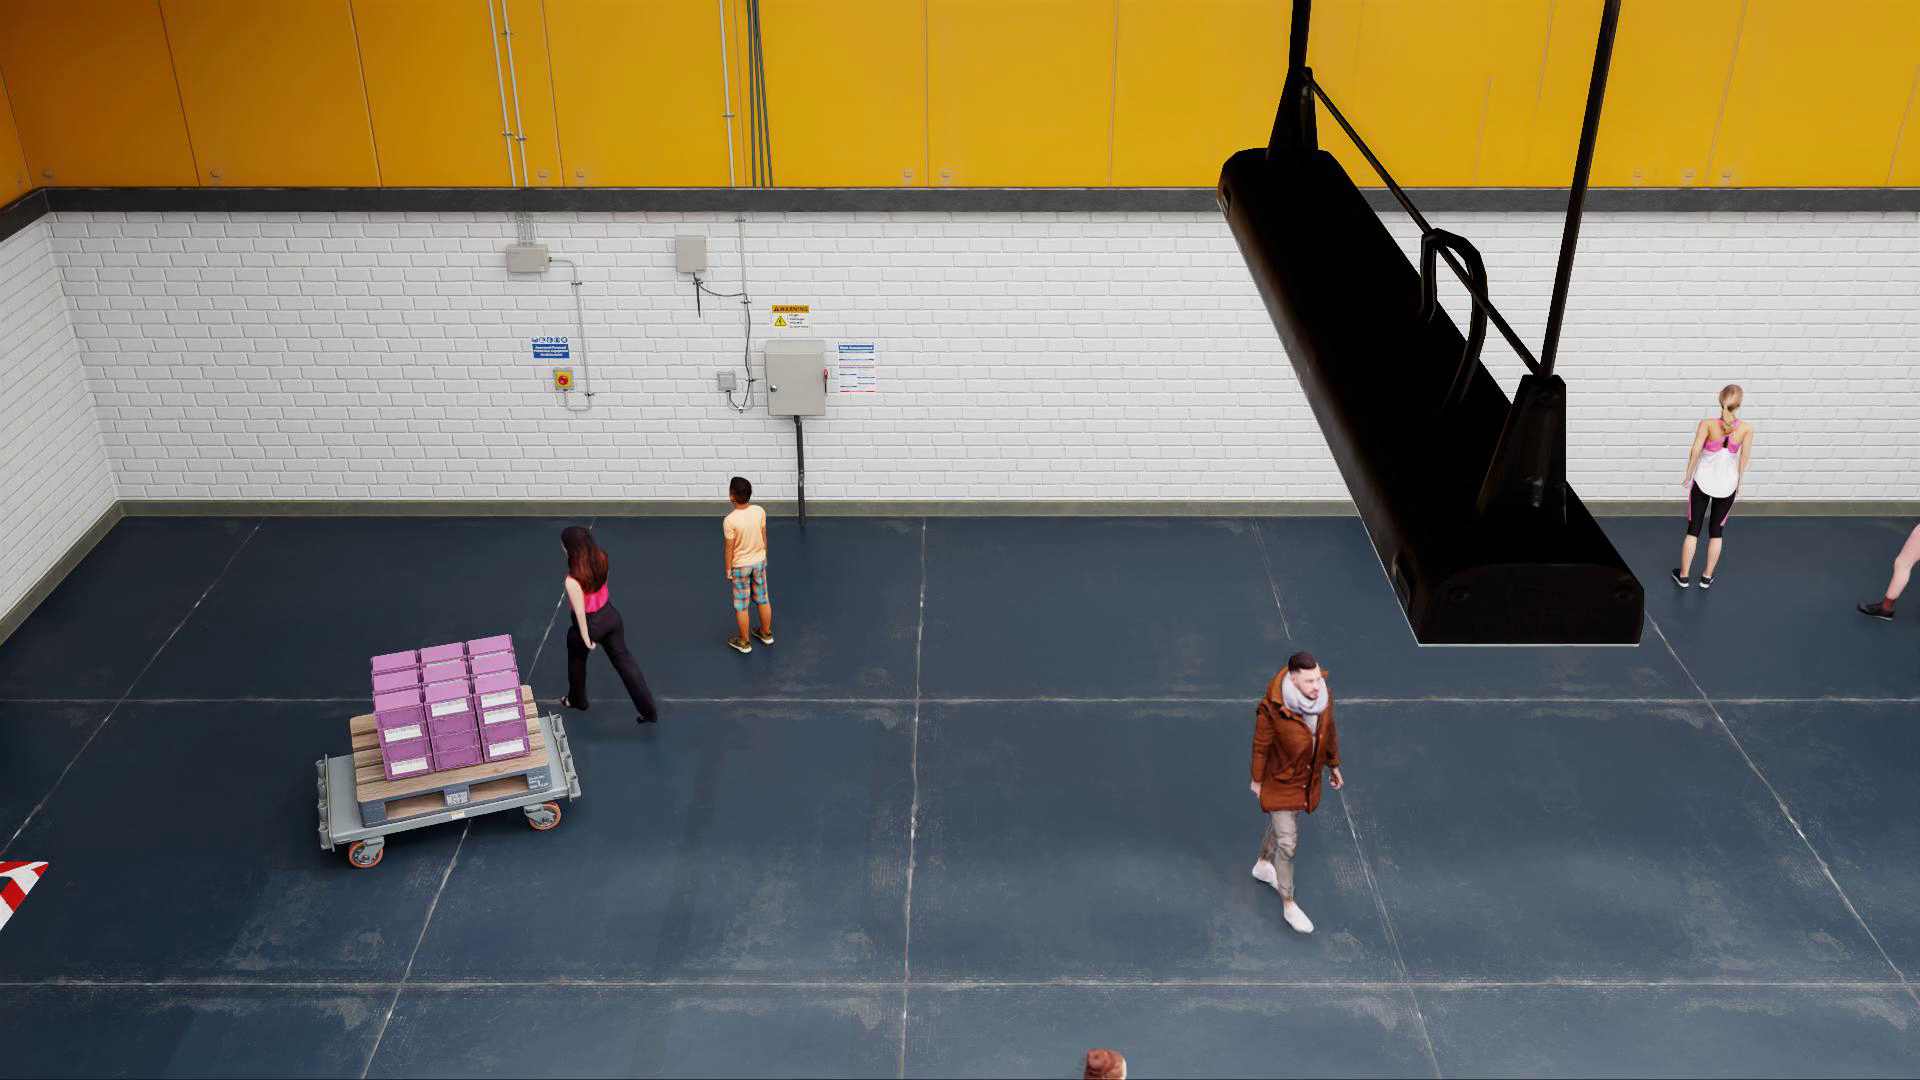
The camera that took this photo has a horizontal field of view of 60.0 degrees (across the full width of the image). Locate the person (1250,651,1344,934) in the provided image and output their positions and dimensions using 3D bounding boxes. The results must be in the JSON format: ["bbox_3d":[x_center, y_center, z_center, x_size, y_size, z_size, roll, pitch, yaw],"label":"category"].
[{"bbox_3d":[1.972,1.432,10.222,0.986,1.811,1.078,-19,34,-31],"label":"person"}]

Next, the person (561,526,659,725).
[{"bbox_3d":[-2.529,0.654,11.853,1.076,1.615,1.122,19,34,31],"label":"person"}]

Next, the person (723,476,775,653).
[{"bbox_3d":[-1.638,0.180,12.887,0.590,1.458,0.630,-19,34,-31],"label":"person"}]

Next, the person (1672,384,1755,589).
[{"bbox_3d":[6.191,-0.433,13.667,0.653,1.786,0.601,7,29,13],"label":"person"}]
